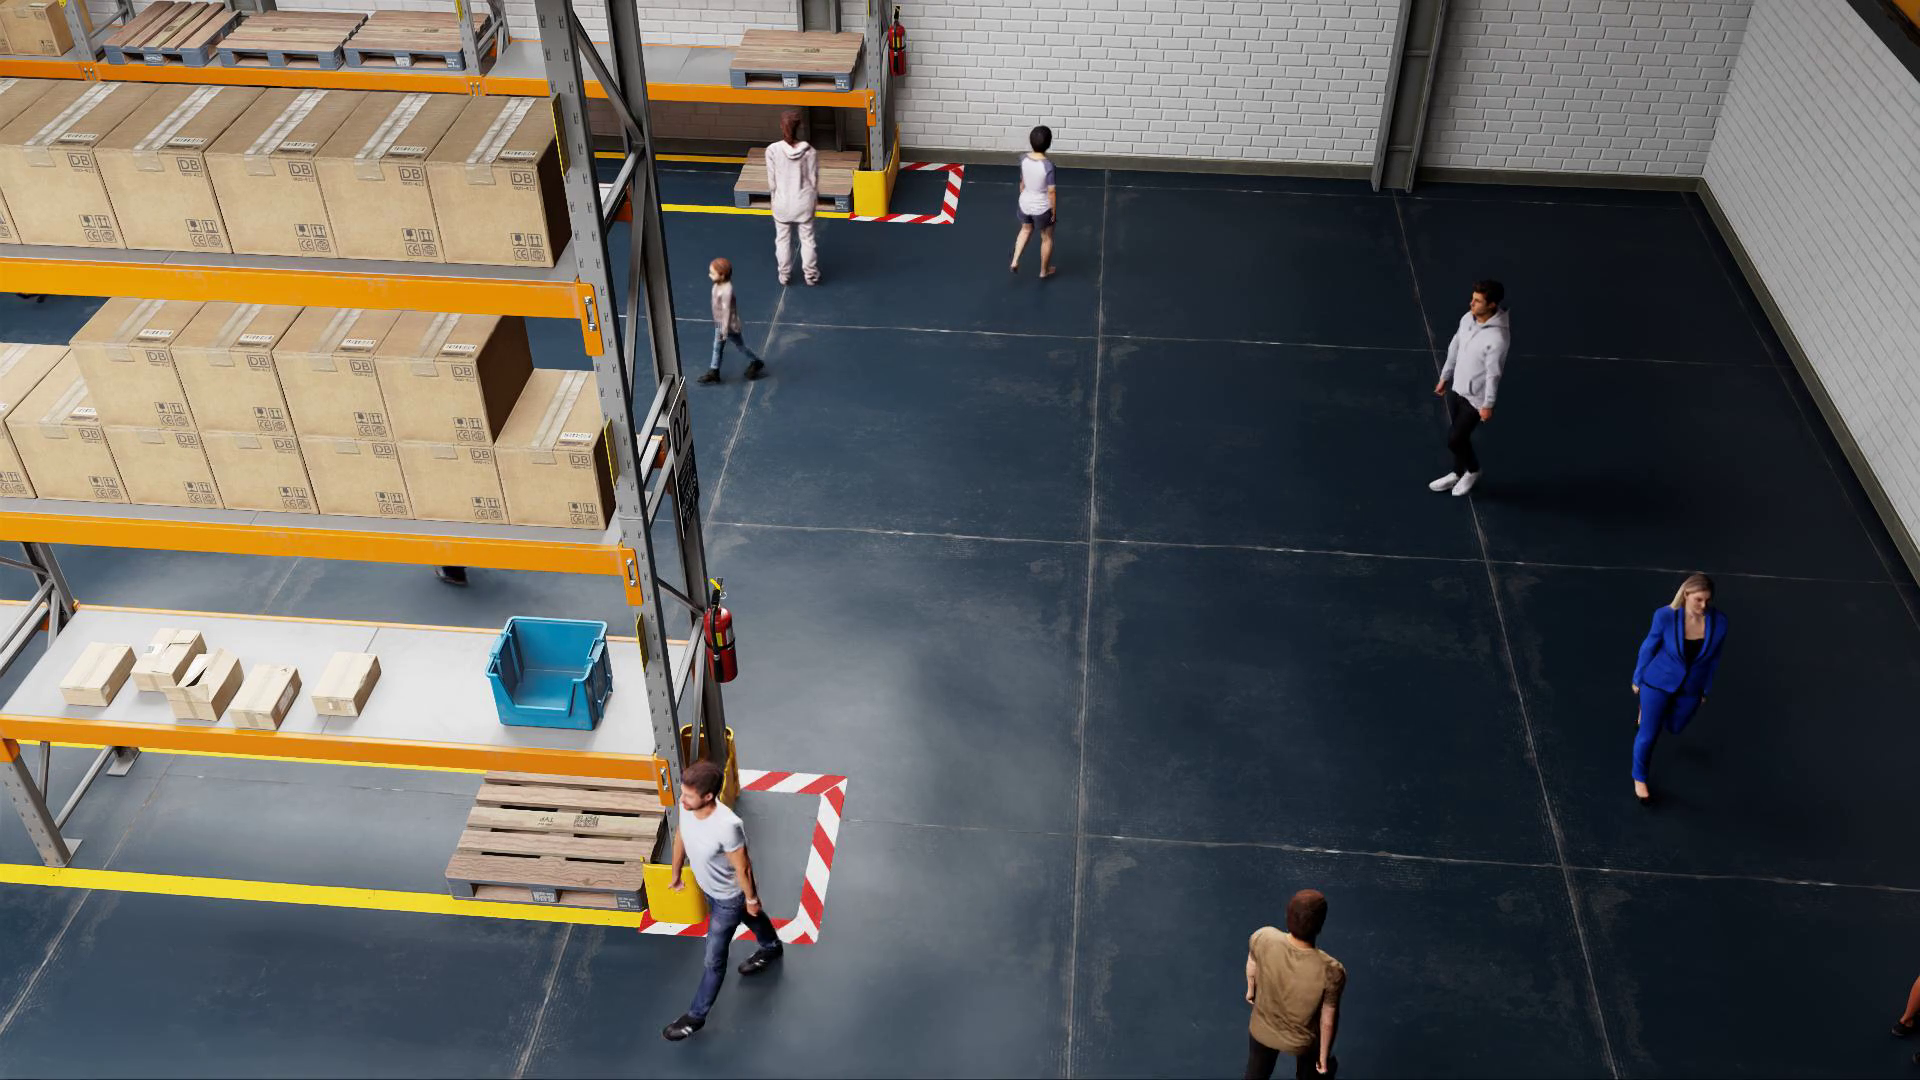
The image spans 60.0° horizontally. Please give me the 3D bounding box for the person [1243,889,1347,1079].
[{"bbox_3d":[1.575,2.486,8.253,1.103,1.825,1.045,22,44,25],"label":"person"}]

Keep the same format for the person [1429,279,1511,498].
[{"bbox_3d":[4.007,-1.154,12.741,0.835,1.913,0.820,-13,40,-16],"label":"person"}]

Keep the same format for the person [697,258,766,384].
[{"bbox_3d":[-1.937,-1.873,14.233,0.899,1.174,0.735,-15,41,-18],"label":"person"}]

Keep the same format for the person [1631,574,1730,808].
[{"bbox_3d":[4.440,0.849,10.415,0.870,1.685,0.681,4,39,5],"label":"person"}]

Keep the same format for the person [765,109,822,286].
[{"bbox_3d":[-1.539,-3.151,15.426,0.544,1.683,0.713,-1,39,-1],"label":"person"}]

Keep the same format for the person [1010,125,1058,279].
[{"bbox_3d":[0.676,-3.103,15.474,0.818,1.548,0.841,27,46,30],"label":"person"}]

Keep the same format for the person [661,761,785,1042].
[{"bbox_3d":[-1.214,1.834,9.071,1.182,1.823,1.122,-28,47,-31],"label":"person"}]
